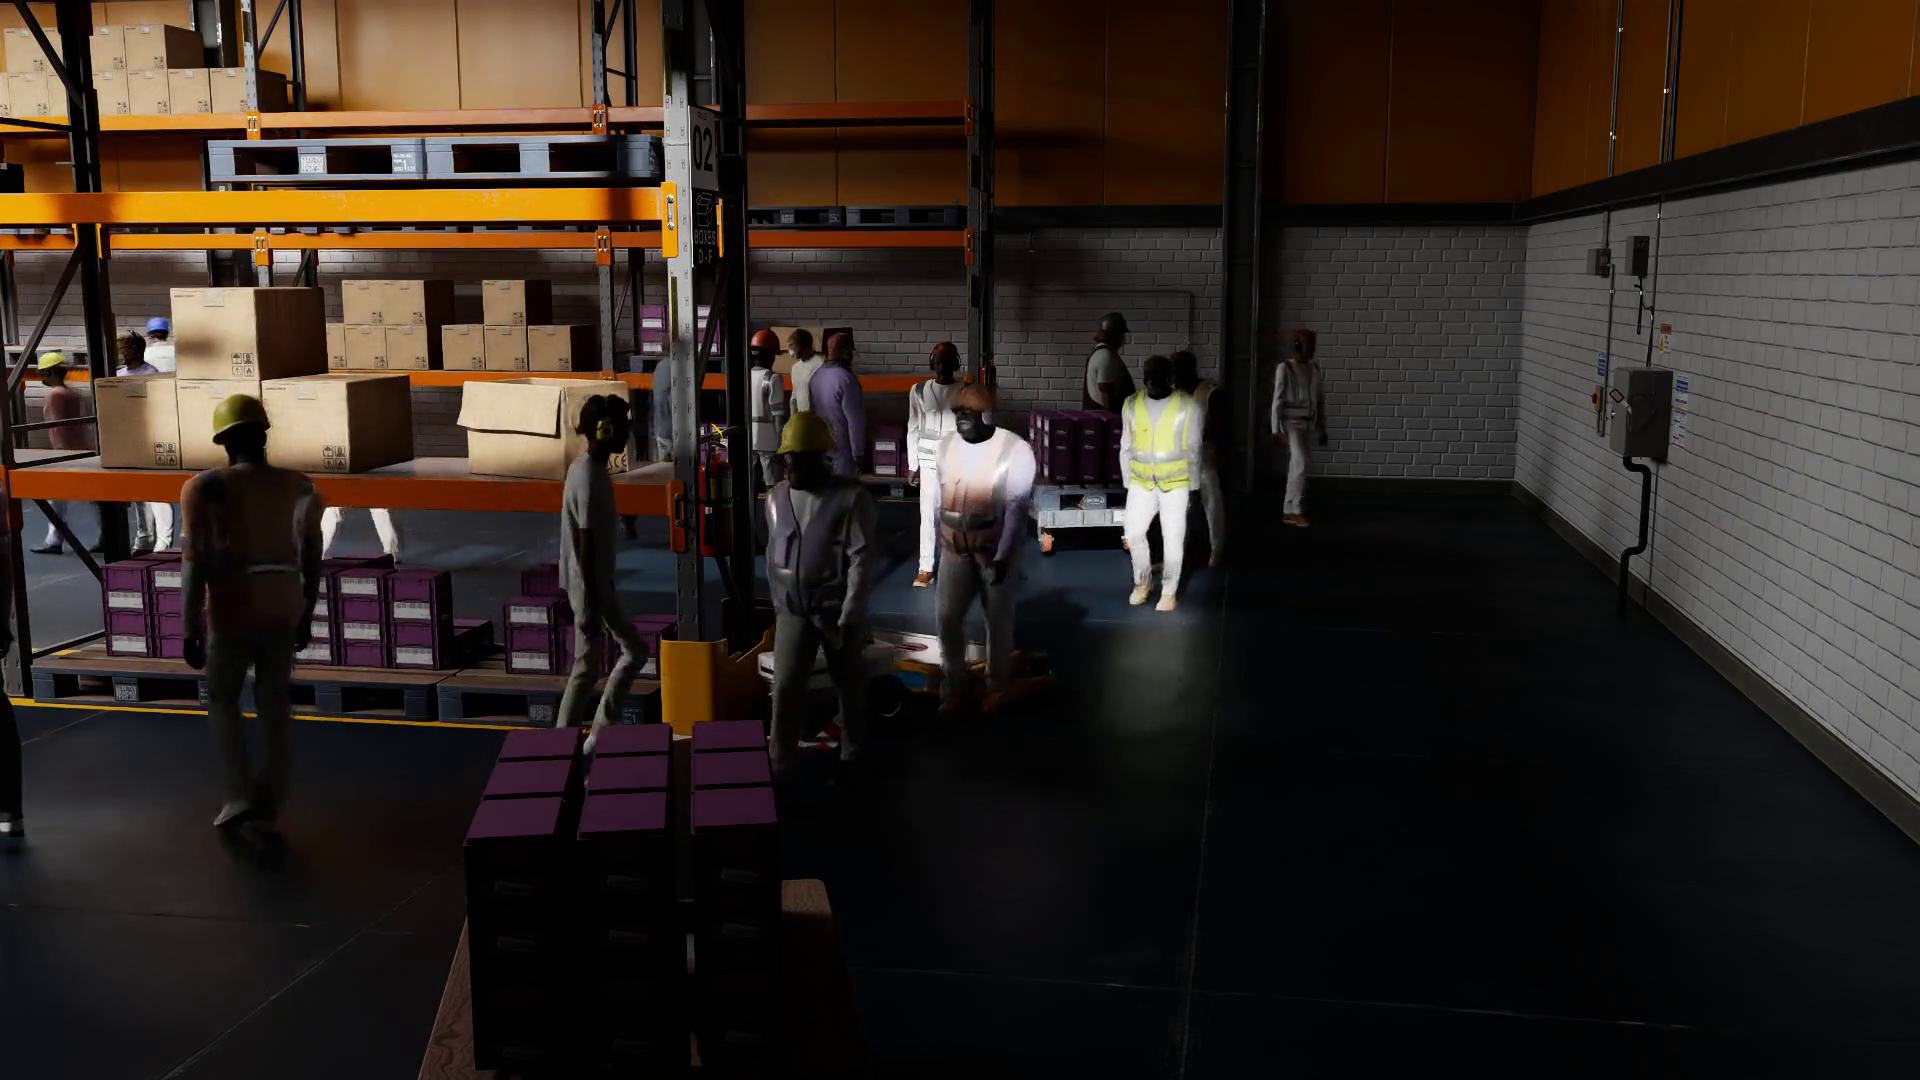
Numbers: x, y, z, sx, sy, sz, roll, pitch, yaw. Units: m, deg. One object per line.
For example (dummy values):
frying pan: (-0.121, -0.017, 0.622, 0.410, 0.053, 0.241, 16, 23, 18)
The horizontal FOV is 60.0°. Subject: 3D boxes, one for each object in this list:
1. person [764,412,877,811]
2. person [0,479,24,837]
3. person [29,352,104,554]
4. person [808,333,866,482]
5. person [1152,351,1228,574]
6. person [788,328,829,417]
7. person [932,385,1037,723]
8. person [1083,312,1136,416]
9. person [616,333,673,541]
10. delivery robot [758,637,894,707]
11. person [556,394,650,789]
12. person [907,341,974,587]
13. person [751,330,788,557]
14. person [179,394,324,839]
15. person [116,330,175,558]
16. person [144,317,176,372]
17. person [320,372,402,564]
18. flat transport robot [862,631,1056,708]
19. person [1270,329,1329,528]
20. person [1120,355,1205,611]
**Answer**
person: (-0.659, 0.318, 7.516, 0.589, 1.787, 0.908, 3, 10, 20)
person: (-4.205, 0.345, 6.891, 0.384, 1.928, 0.589, 4, 10, 24)
person: (-7.635, -0.732, 14.197, 0.794, 1.720, 0.537, 0, 9, -2)
person: (-0.982, -0.770, 13.881, 0.409, 1.905, 0.651, -7, 12, -37)
person: (1.892, -0.626, 13.412, 0.696, 1.783, 0.941, 7, 12, 38)
person: (-1.349, -1.025, 15.502, 0.427, 1.893, 0.706, -7, 11, -37)
person: (0.080, 0.086, 8.854, 0.621, 1.813, 0.646, 4, 10, 25)
person: (1.469, -1.229, 16.308, 0.536, 2.000, 0.701, 0, 9, 0)
person: (-2.593, -0.903, 14.704, 0.834, 1.918, 0.641, -5, 10, -29)
delivery robot: (-0.707, 0.675, 8.803, 0.707, 0.478, 0.477, -7, 11, -36)
person: (-1.700, 0.240, 7.820, 0.577, 1.839, 0.570, -2, 9, -10)
person: (-0.125, -0.568, 12.698, 0.576, 1.883, 0.355, 1, 9, 8)
person: (-1.634, -0.795, 13.969, 0.543, 1.928, 0.370, 7, 11, 35)
person: (-3.025, 0.328, 7.119, 0.624, 1.882, 0.508, -8, 12, -40)
person: (-6.712, -0.750, 13.655, 0.629, 1.940, 0.378, 7, 11, 36)
person: (-8.513, -1.432, 17.945, 0.733, 1.919, 0.563, -5, 11, -30)
person: (-5.010, -0.572, 13.622, 0.868, 1.591, 0.519, 2, 9, 11)
flat transport robot: (-0.220, 0.724, 9.667, 1.431, 0.197, 0.652, 6, 11, 31)
person: (3.270, -1.039, 15.657, 0.617, 1.864, 0.655, -7, 11, -37)
person: (1.427, -0.397, 11.827, 0.644, 1.829, 0.444, 4, 10, 22)
